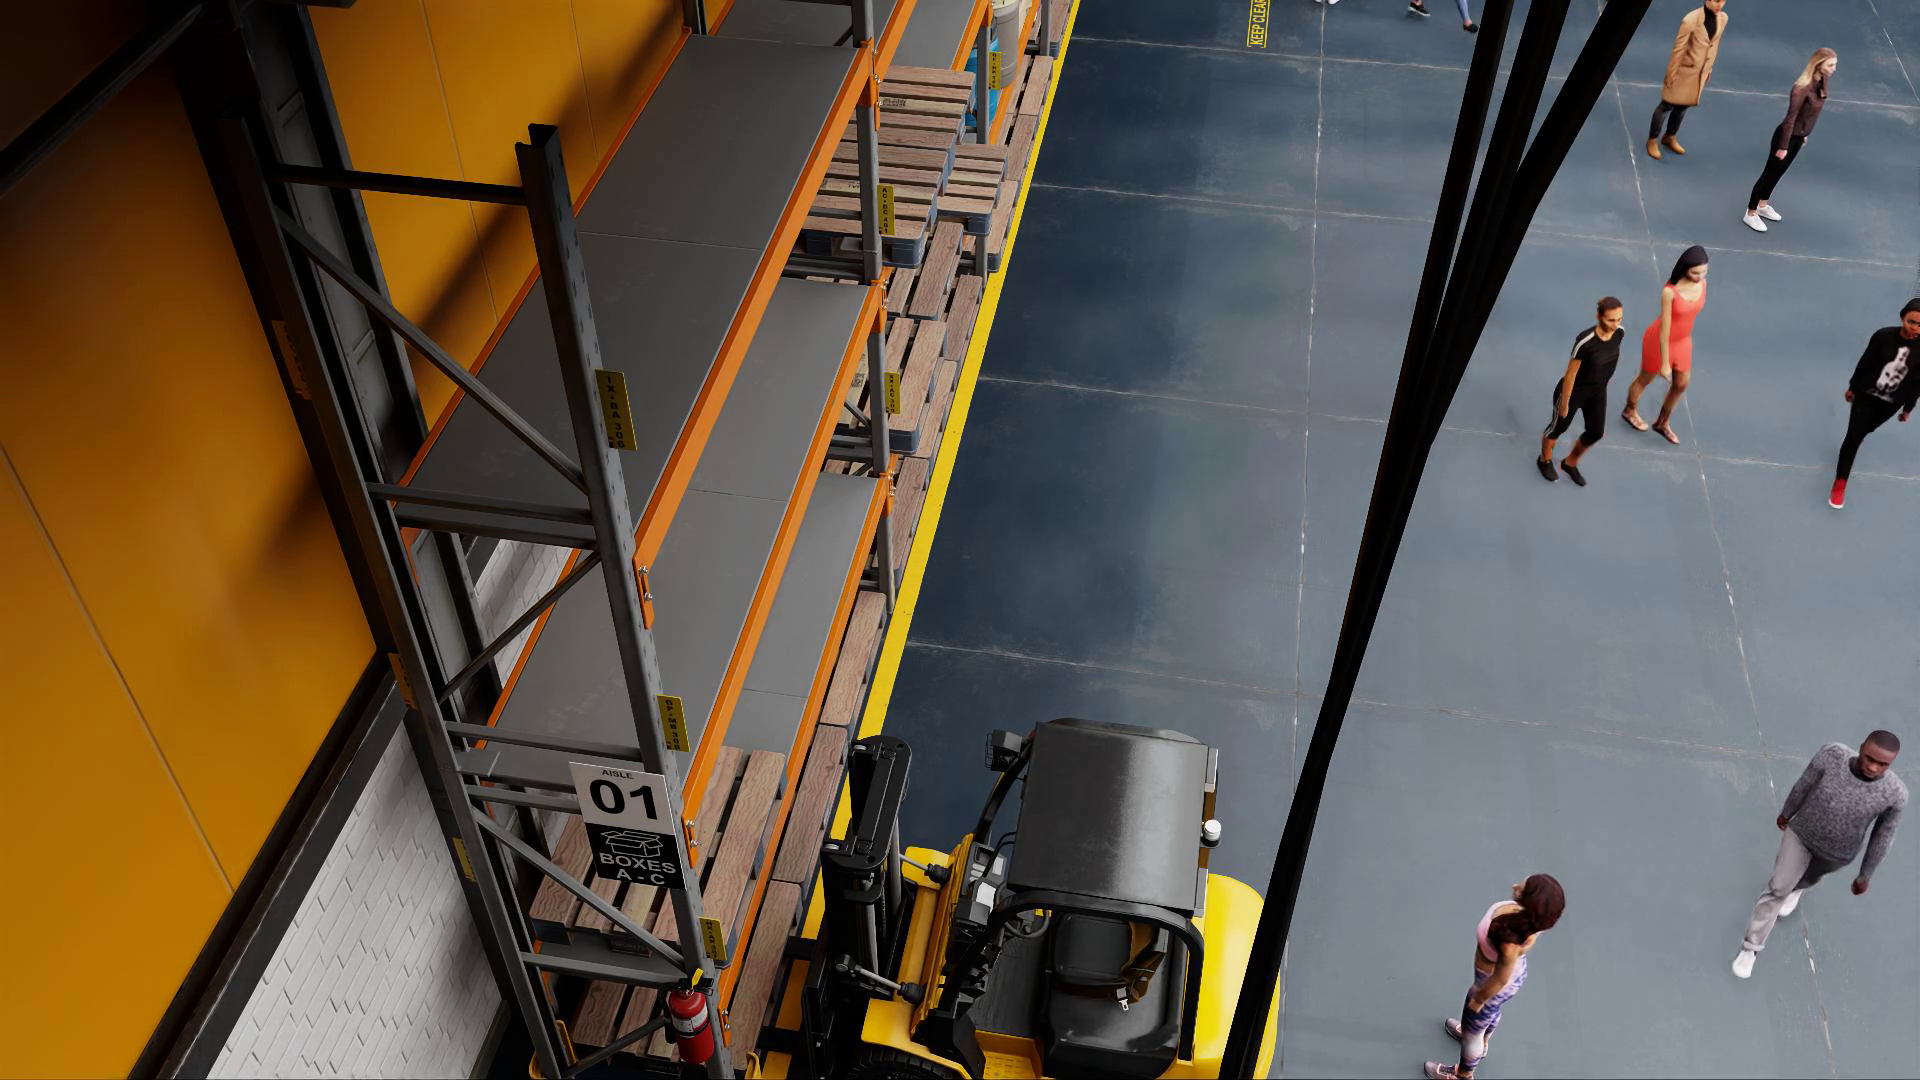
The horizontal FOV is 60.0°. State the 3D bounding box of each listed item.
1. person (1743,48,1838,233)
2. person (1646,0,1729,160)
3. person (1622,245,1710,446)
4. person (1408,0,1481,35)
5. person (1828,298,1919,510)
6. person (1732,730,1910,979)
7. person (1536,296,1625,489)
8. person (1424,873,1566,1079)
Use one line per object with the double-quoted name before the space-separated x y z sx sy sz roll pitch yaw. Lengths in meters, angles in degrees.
"person" 7.351 -3.573 14.727 0.658 1.703 0.732 -29 51 -27
"person" 6.855 -4.439 15.620 0.763 1.726 0.781 -13 45 -13
"person" 5.275 -1.528 12.582 0.787 1.702 0.869 -20 47 -19
"person" 5.160 -6.196 17.533 1.095 1.631 1.163 33 53 30
"person" 6.739 -1.097 12.174 0.767 1.640 1.125 17 46 17
"person" 4.822 1.610 9.220 1.088 1.794 1.318 28 50 26
"person" 4.521 -1.147 12.215 0.740 1.656 0.786 -14 45 -14
"person" 2.764 2.251 8.570 0.739 1.763 0.633 27 50 25
